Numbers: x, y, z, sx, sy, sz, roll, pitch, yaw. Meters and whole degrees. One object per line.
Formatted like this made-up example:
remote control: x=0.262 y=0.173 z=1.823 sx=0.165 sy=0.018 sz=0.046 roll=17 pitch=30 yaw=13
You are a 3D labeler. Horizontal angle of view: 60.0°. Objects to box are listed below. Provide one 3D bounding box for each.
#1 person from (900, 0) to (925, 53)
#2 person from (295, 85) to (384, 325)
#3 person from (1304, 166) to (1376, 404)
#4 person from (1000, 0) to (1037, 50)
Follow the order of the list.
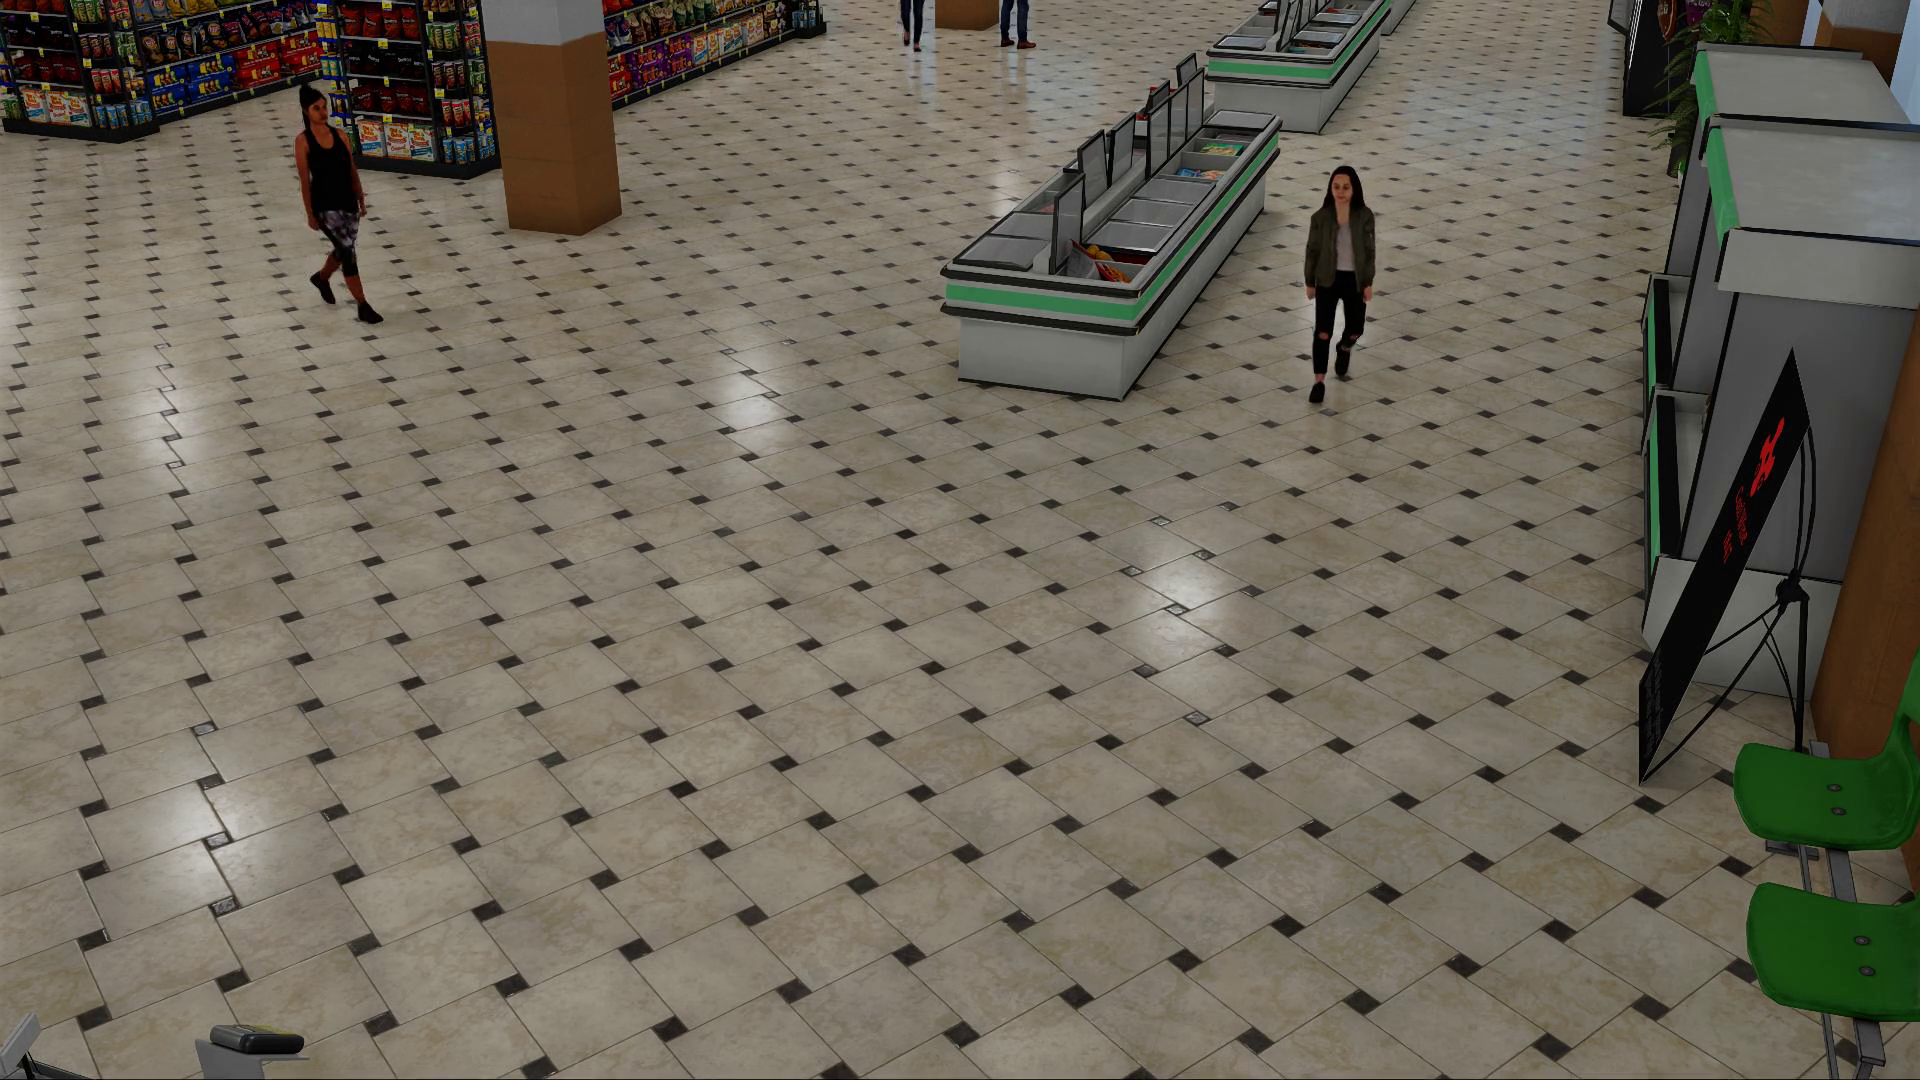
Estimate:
person: x=-0.597 y=-7.015 z=20.848 sx=0.737 sy=1.711 sz=0.789 roll=-4 pitch=27 yaw=-7
person: x=-4.466 y=-2.370 z=11.770 sx=0.820 sy=1.635 sz=1.030 roll=17 pitch=32 yaw=30
person: x=2.411 y=-1.631 z=10.506 sx=0.681 sy=1.461 sz=0.917 roll=6 pitch=27 yaw=11
person: x=0.710 y=-7.186 z=21.051 sx=0.745 sy=1.831 sz=0.668 roll=19 pitch=33 yaw=33
